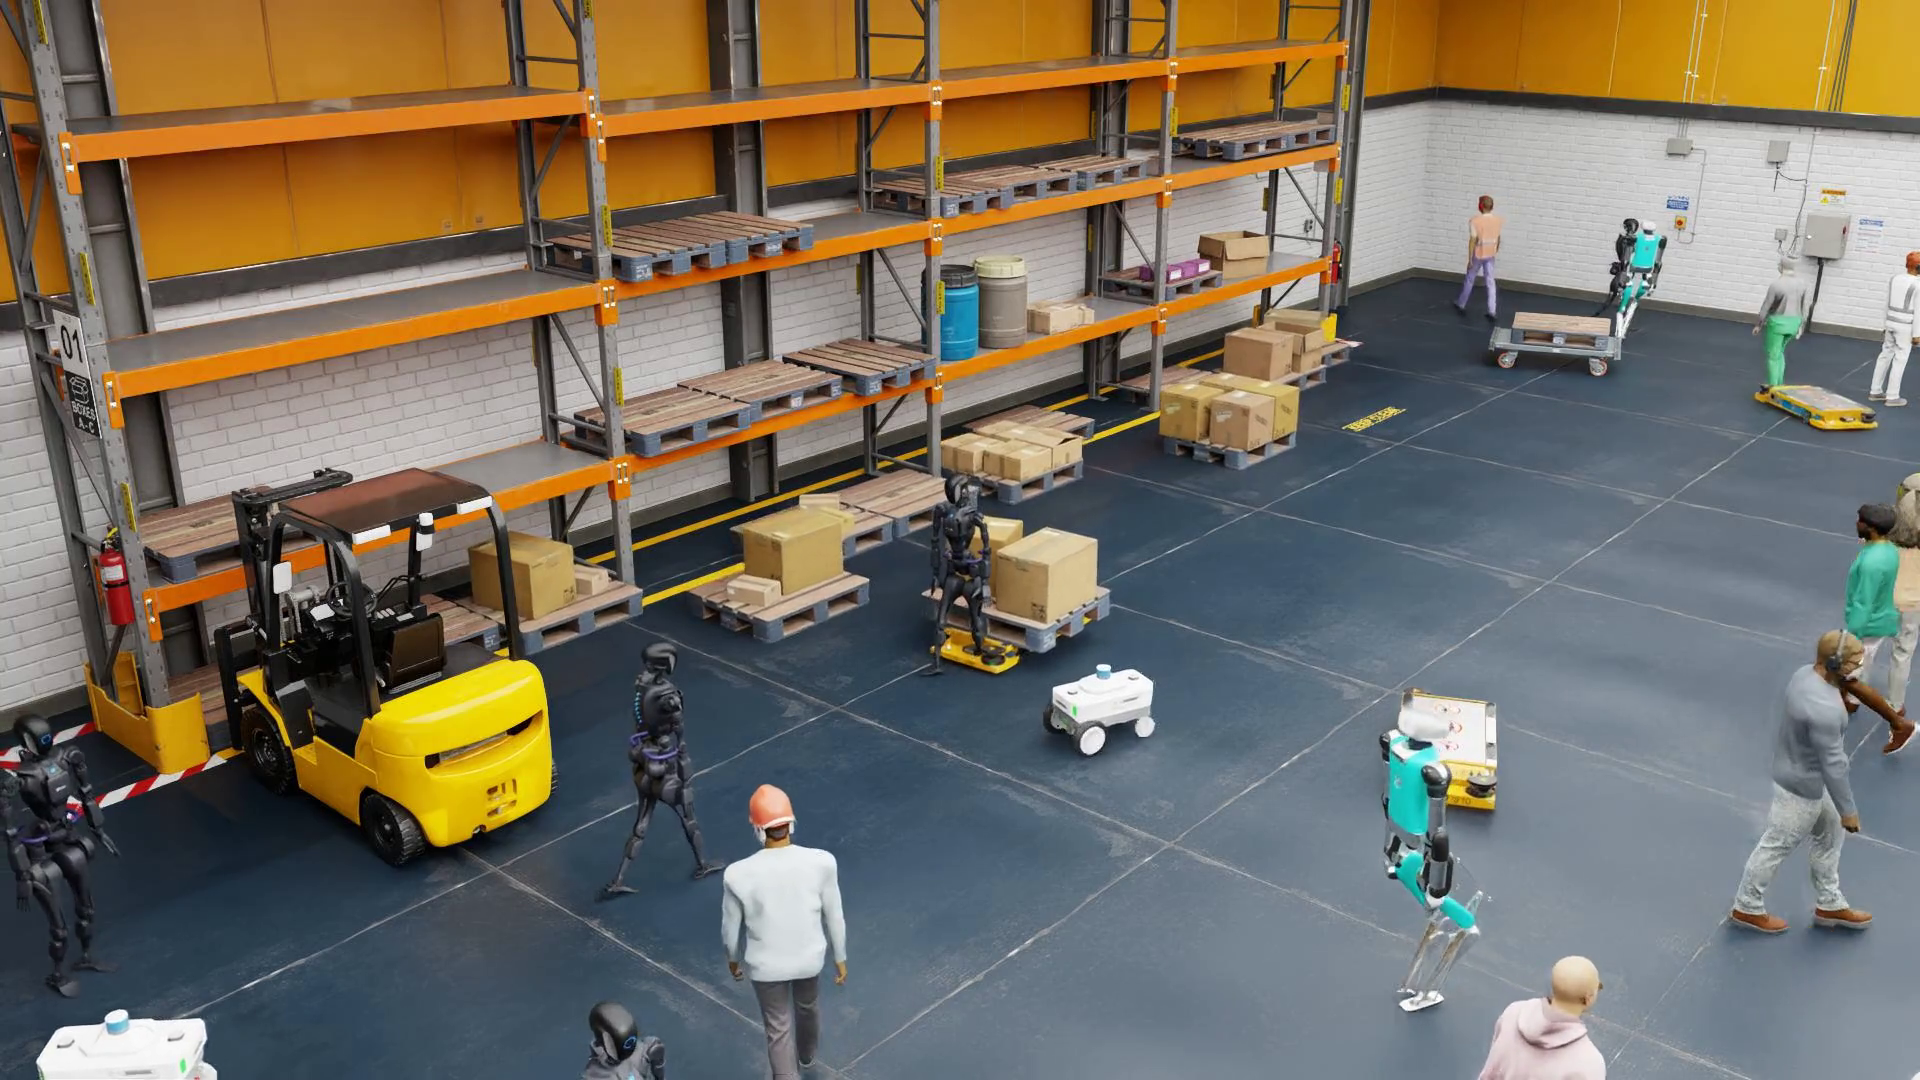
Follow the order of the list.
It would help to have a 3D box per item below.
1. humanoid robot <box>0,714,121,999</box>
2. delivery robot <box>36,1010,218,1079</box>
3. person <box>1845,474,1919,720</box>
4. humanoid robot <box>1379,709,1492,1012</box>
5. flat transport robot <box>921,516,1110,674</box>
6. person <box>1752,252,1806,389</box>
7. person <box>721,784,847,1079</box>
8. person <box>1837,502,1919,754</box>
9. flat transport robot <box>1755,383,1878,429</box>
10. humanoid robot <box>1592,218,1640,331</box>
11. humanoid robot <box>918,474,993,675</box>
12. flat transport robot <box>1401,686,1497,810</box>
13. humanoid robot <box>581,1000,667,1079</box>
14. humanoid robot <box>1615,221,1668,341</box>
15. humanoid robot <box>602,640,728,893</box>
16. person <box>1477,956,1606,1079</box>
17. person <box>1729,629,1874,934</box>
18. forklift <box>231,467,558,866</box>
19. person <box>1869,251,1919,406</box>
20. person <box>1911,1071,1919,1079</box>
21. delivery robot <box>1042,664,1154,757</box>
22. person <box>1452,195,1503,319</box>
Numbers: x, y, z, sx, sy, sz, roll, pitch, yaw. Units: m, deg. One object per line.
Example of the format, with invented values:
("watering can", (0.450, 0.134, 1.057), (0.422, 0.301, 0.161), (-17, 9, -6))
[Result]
("humanoid robot", (-4.872, 1.676, 8.978), (0.354, 1.650, 0.590), (8, 22, 20))
("delivery robot", (-4.111, 2.590, 8.143), (0.788, 0.610, 0.499), (-2, 20, -6))
("person", (6.799, 0.421, 12.095), (0.554, 1.877, 0.410), (15, 25, 34))
("humanoid robot", (2.535, 1.712, 8.798), (0.684, 1.798, 0.545), (-6, 21, -17))
("flat transport robot", (0.453, 0.714, 13.617), (0.659, 0.231, 1.431), (14, 25, 34))
("person", (10.086, -2.664, 20.530), (0.520, 1.828, 0.546), (-6, 21, -15))
("person", (-0.874, 1.967, 8.128), (0.578, 1.708, 0.813), (-6, 21, -15))
("person", (6.364, 0.633, 11.594), (0.729, 1.828, 0.504), (14, 25, 34))
("flat transport robot", (10.226, -1.599, 19.884), (0.659, 0.231, 1.431), (-3, 20, -7))
("humanoid robot", (9.459, -3.808, 23.922), (0.795, 1.629, 0.613), (9, 22, 23))
("humanoid robot", (-0.005, 0.287, 12.768), (0.602, 1.636, 0.641), (14, 25, 34))
("flat transport robot", (3.407, 1.440, 11.651), (0.659, 0.231, 1.431), (6, 21, 15))
("humanoid robot", (-1.371, 2.519, 6.699), (0.374, 1.633, 0.602), (14, 25, 34))
("humanoid robot", (9.408, -3.589, 23.188), (0.553, 1.783, 0.788), (2, 20, 6))
("humanoid robot", (-1.809, 1.354, 9.941), (0.788, 1.643, 0.615), (-16, 25, -36))
("person", (2.293, 2.471, 6.736), (0.807, 1.741, 0.541), (-8, 22, -21))
("person", (4.916, 1.408, 9.360), (0.861, 1.907, 0.643), (9, 22, 22))
("forklift", (-3.730, 0.710, 10.856), (2.313, 2.155, 1.214), (17, 26, 38))
("person", (11.424, -2.566, 20.191), (0.354, 1.878, 0.566), (-4, 21, -10))
("person", (3.728, 2.550, 6.330), (0.720, 1.890, 0.504), (-5, 21, -14))
("delivery robot", (1.004, 1.188, 11.920), (0.781, 0.595, 0.499), (-10, 23, -26))
("person", (7.799, -4.242, 24.843), (0.585, 1.787, 1.000), (-5, 21, -14))
